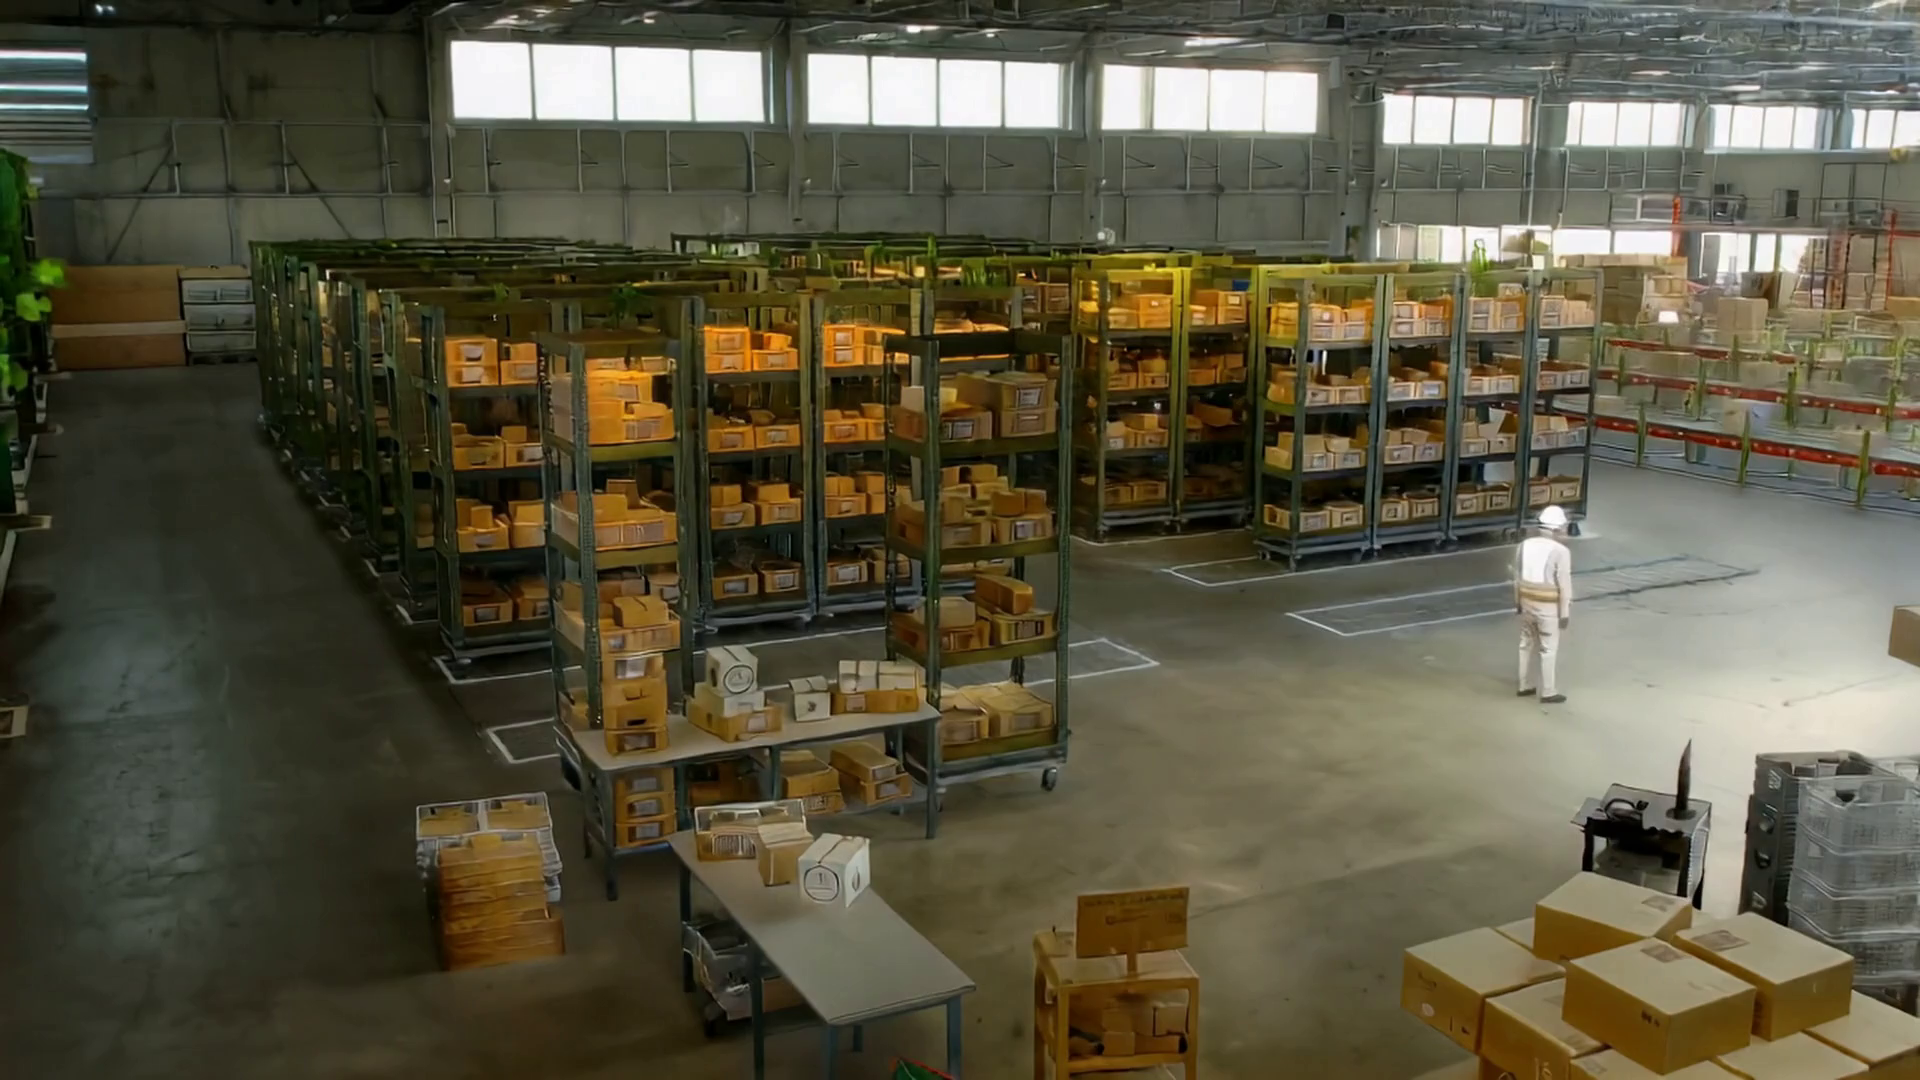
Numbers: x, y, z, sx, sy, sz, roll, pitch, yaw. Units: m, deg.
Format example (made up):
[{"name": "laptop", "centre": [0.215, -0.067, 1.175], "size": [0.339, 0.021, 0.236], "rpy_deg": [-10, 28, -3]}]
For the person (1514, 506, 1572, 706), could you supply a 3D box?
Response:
[{"name": "person", "centre": [5.333, 0.595, 15.193], "size": [0.404, 1.834, 0.591], "rpy_deg": [-7, 14, -29]}]

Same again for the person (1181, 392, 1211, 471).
[{"name": "person", "centre": [3.450, -1.464, 24.626], "size": [0.805, 1.922, 0.612], "rpy_deg": [-9, 15, -35]}]

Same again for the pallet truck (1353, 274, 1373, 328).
[{"name": "pallet truck", "centre": [13.011, -8.050, 55.243], "size": [0.823, 1.965, 1.885], "rpy_deg": [-7, 14, -28]}]

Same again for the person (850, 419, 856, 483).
[{"name": "person", "centre": [-1.386, -1.105, 23.185], "size": [0.565, 1.821, 0.445], "rpy_deg": [-2, 12, -9]}]
